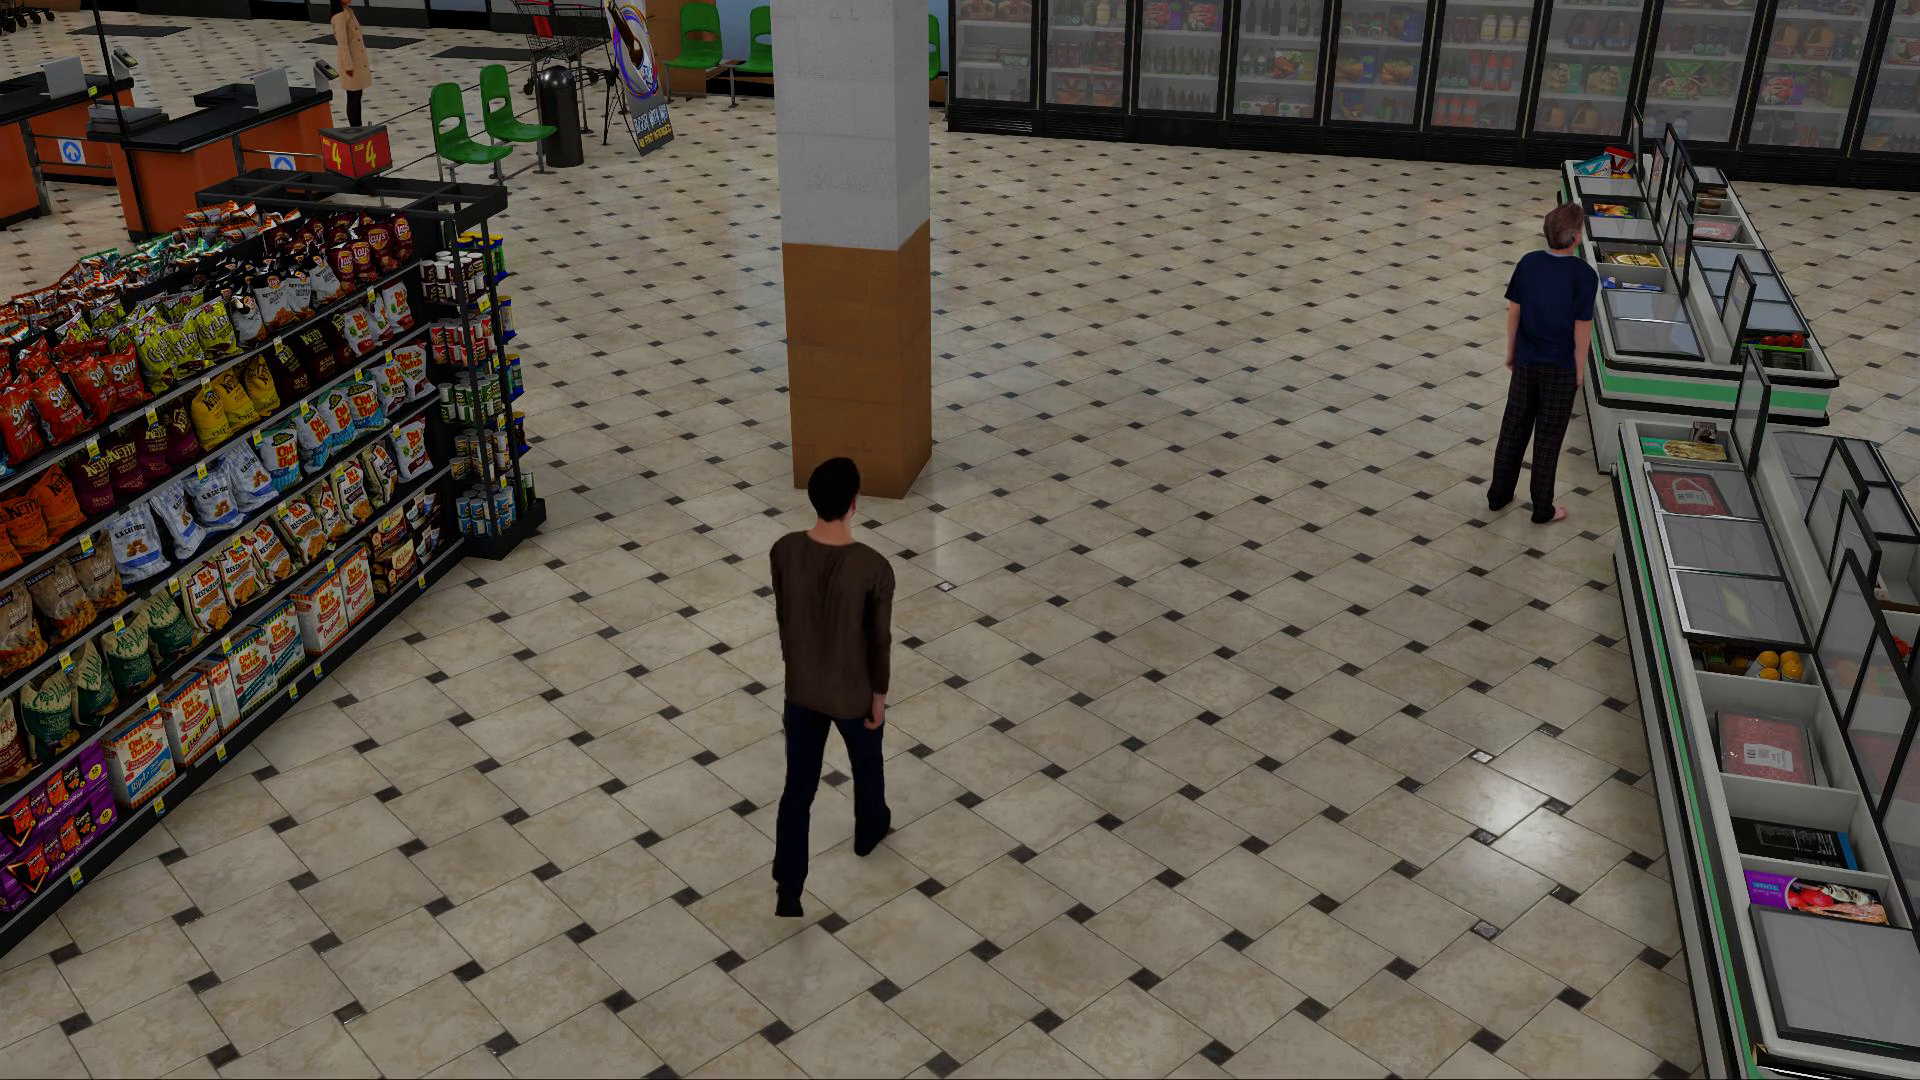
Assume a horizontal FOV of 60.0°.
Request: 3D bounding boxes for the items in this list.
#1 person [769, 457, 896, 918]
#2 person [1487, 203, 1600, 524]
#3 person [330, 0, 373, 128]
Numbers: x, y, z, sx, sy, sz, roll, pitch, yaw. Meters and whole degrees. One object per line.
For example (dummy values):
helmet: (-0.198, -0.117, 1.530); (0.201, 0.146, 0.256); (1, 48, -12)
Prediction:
person: (-0.528, 0.605, 6.352); (0.677, 1.856, 1.155); (5, 27, 11)
person: (3.345, -1.005, 9.510); (0.729, 1.871, 0.737); (-24, 36, -39)
person: (-6.498, -5.075, 17.743); (0.771, 1.681, 0.588); (-2, 27, -4)
